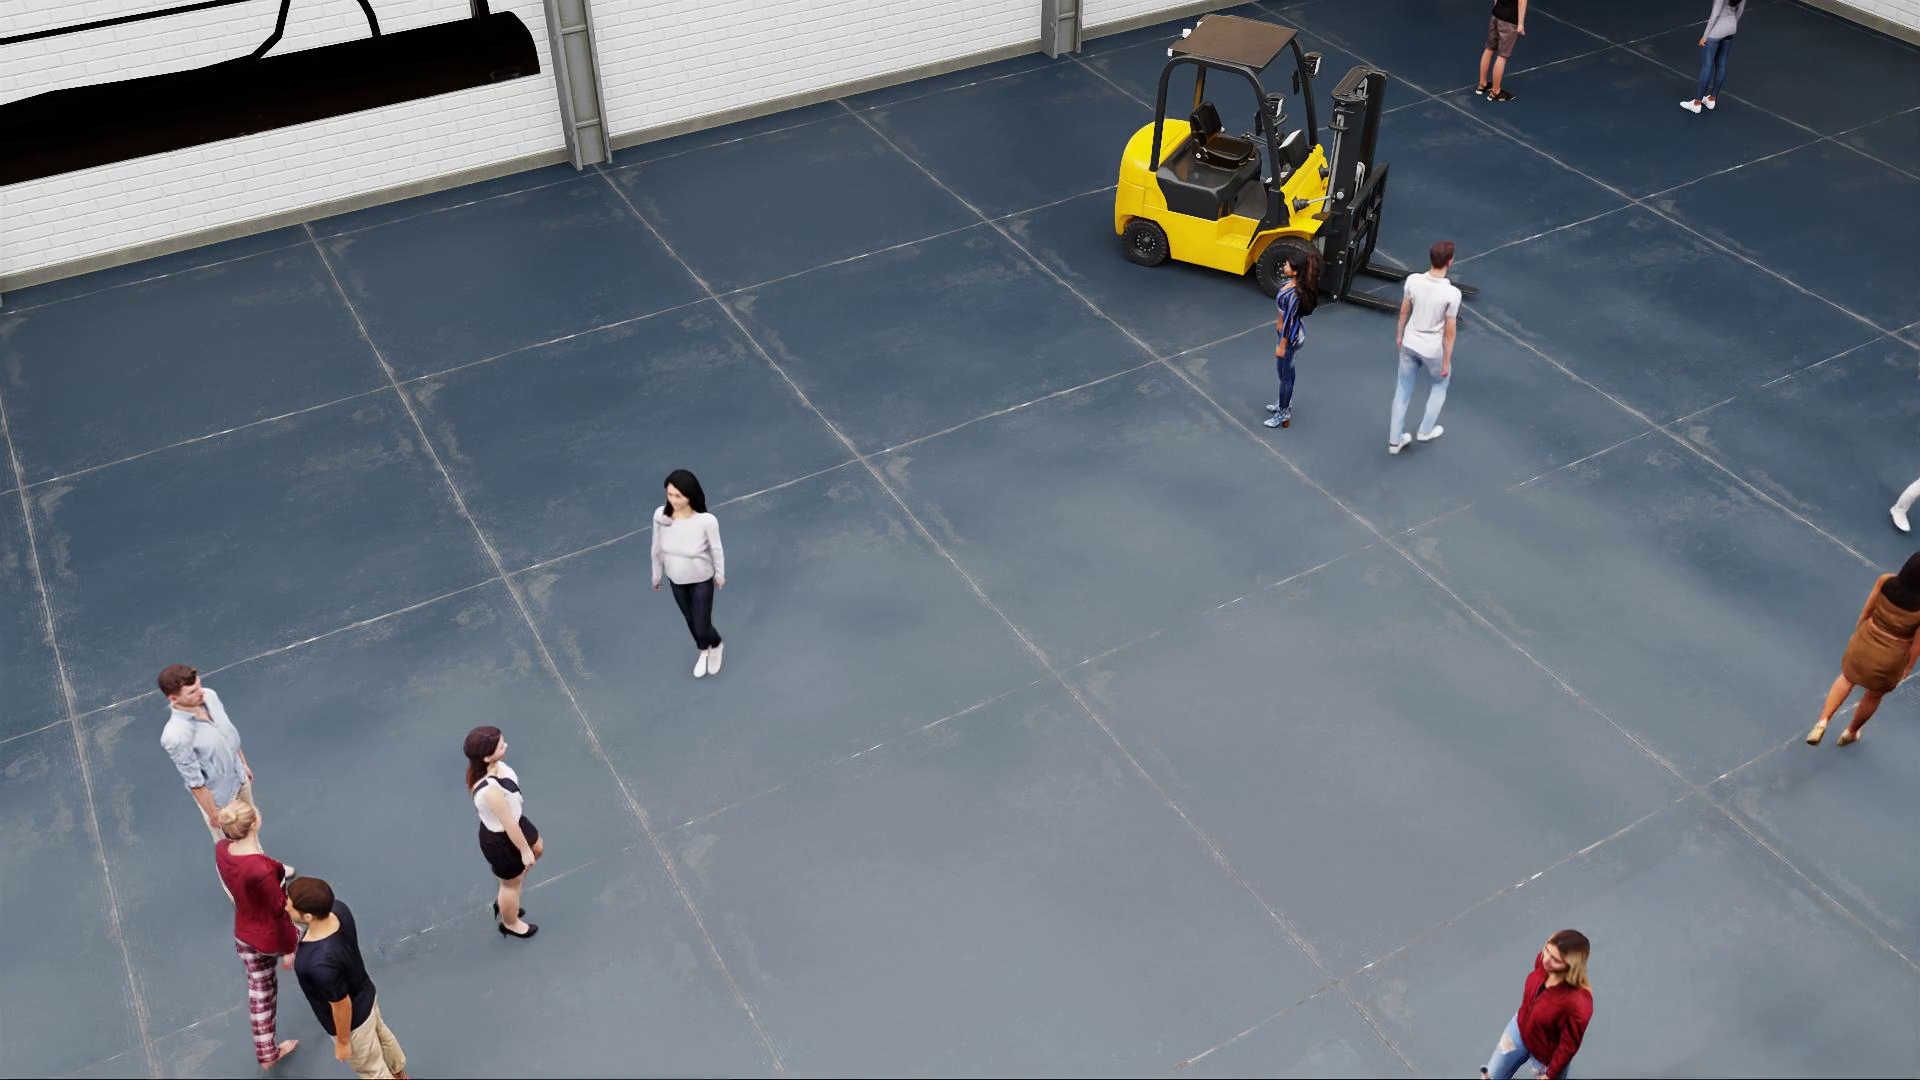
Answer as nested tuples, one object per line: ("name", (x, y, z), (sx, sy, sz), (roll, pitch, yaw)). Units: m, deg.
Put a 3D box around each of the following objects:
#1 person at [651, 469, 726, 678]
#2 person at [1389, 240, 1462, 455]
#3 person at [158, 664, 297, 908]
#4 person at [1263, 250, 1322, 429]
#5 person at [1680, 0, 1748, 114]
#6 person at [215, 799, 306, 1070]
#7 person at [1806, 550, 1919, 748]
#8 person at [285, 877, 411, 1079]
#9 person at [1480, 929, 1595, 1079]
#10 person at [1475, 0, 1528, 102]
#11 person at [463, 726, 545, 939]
("person", (-1.768, 0.196, 11.168), (0.734, 1.688, 0.787), (11, 40, 14))
("person", (3.623, -1.467, 13.134), (0.832, 1.834, 0.899), (28, 46, 30))
("person", (-4.253, 1.397, 9.537), (0.734, 1.847, 0.720), (2, 39, 2))
("person", (2.682, -1.646, 13.533), (0.750, 1.616, 0.684), (11, 40, 13))
("person", (8.418, -5.595, 18.381), (0.491, 1.736, 0.682), (-16, 41, -19))
("person", (-3.700, 2.123, 8.782), (0.992, 1.654, 1.107), (18, 42, 21))
("person", (5.761, 0.742, 10.494), (0.841, 1.678, 0.642), (-27, 46, -30))
("person", (-3.060, 2.339, 8.350), (0.639, 1.857, 0.712), (-7, 39, -9))
("person", (2.977, 2.520, 8.324), (1.112, 1.607, 0.770), (-11, 40, -13))
("person", (6.112, -5.869, 18.627), (0.629, 1.858, 0.714), (-14, 41, -16))
("person", (-2.642, 1.694, 9.334), (0.622, 1.637, 0.603), (-13, 41, -16))
